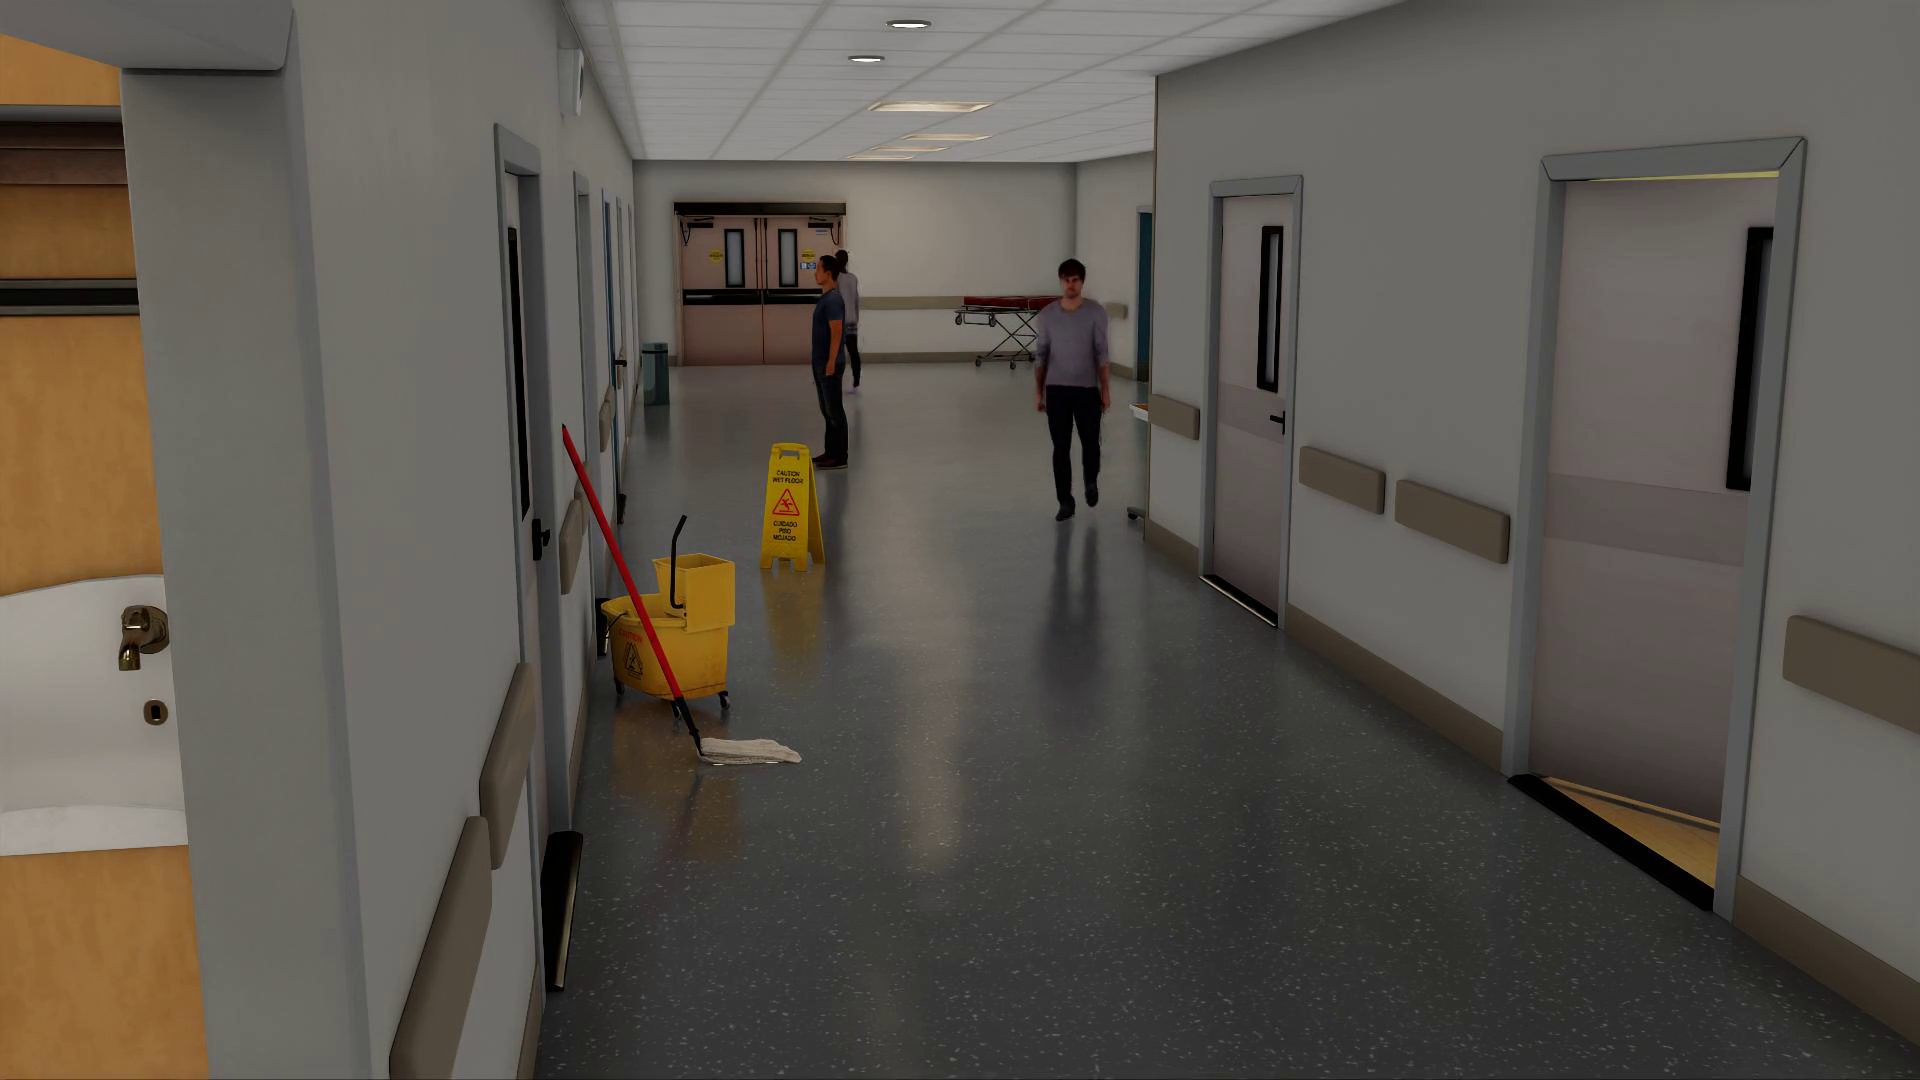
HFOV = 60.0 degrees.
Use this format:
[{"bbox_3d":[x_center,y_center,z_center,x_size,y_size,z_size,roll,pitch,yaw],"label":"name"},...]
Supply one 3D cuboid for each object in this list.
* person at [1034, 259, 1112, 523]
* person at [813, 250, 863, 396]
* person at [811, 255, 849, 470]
[{"bbox_3d":[0.812,-1.053,11.724,0.839,1.826,0.890,2,11,12],"label":"person"},{"bbox_3d":[-1.348,-2.594,20.098,0.939,1.733,1.204,-7,13,-34],"label":"person"},{"bbox_3d":[-1.115,-1.525,14.260,0.735,1.810,0.497,-3,11,-15],"label":"person"}]
